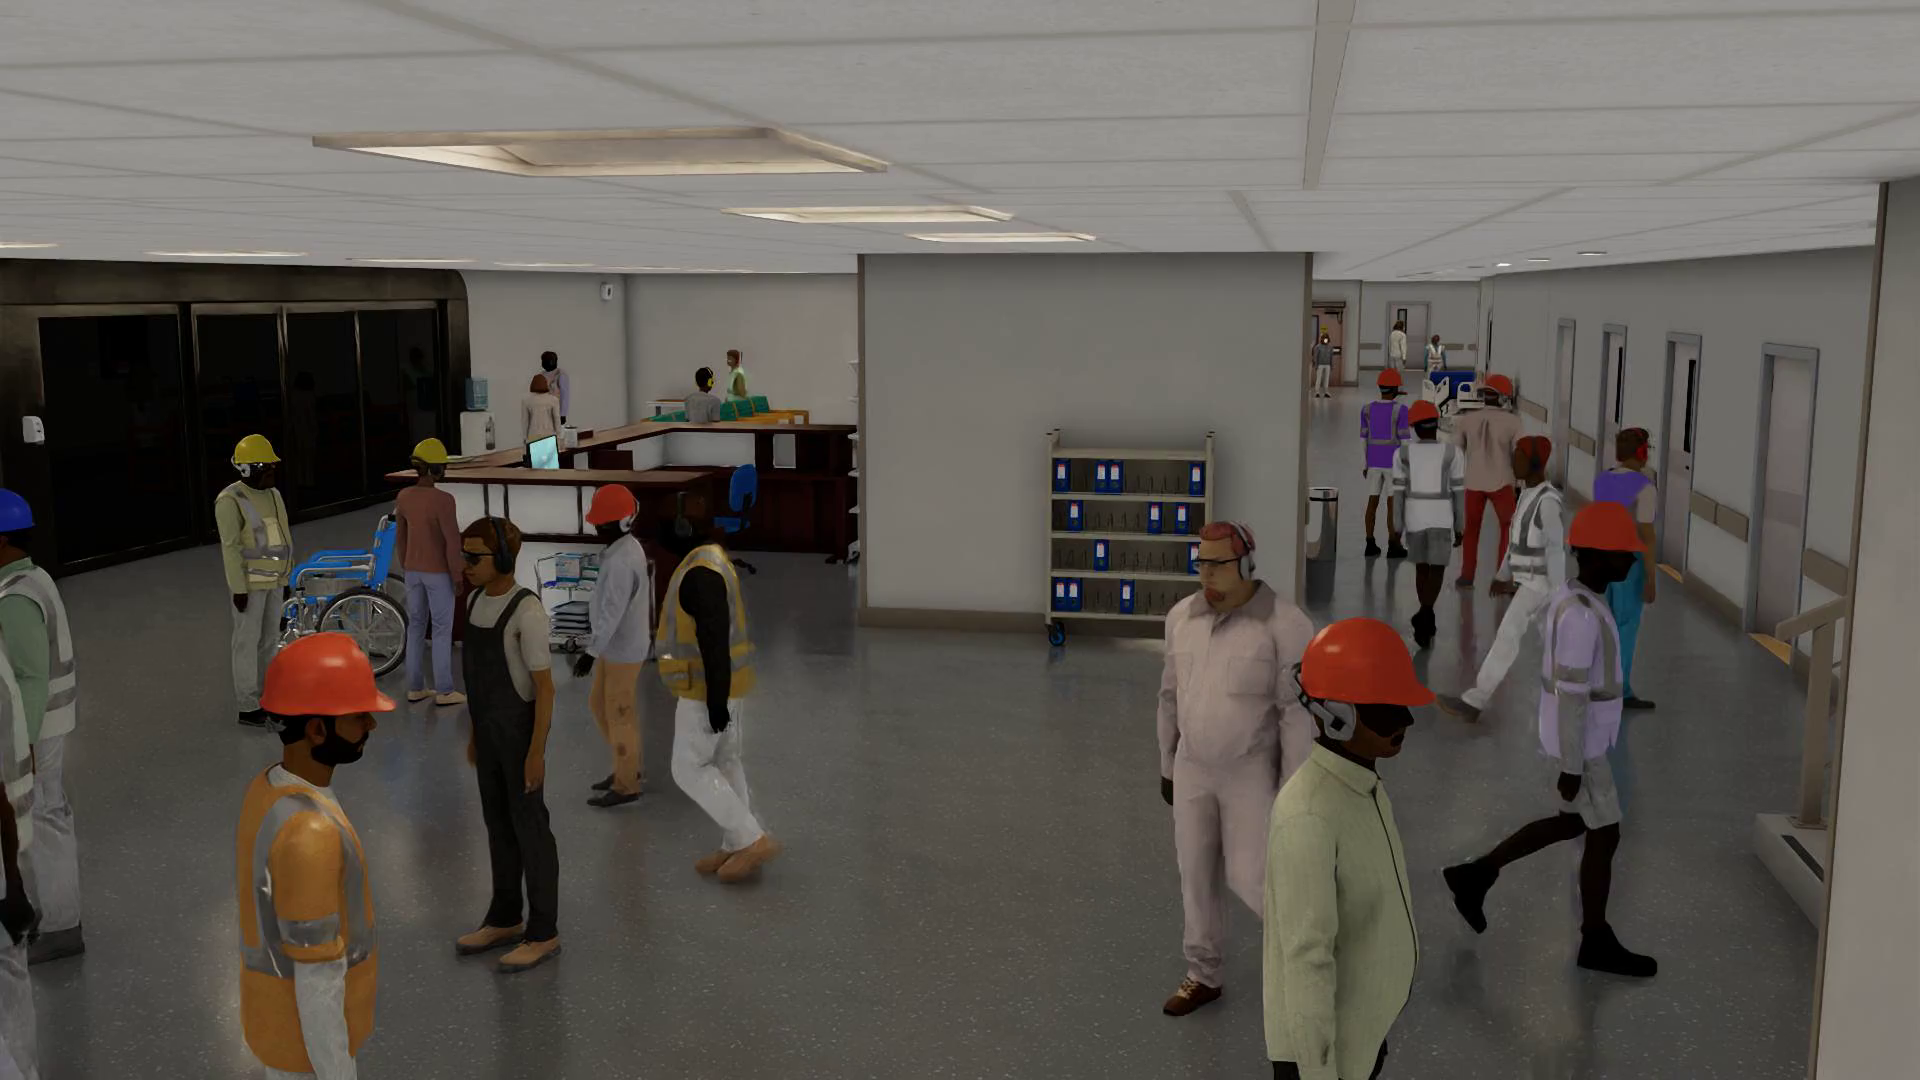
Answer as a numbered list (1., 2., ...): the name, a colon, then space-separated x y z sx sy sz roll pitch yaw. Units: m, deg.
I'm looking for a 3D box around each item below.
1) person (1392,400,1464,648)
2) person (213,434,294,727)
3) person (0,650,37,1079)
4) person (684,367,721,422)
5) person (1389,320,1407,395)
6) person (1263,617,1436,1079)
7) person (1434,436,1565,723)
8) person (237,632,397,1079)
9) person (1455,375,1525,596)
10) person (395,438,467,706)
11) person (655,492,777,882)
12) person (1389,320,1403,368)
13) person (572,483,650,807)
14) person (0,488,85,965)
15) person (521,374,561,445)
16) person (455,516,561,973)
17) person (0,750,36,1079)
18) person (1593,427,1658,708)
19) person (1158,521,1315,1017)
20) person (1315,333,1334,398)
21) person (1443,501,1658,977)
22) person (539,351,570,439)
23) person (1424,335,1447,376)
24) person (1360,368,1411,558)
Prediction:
1. person: 3.602 -0.134 12.876 0.555 1.893 0.886 3 9 22
2. person: -4.424 0.248 10.522 0.404 1.835 0.587 1 9 8
3. person: -3.207 0.965 5.384 0.388 1.947 0.614 -5 10 -30
4. person: -2.930 -1.044 19.035 0.506 1.861 0.329 4 10 27
5. person: 11.395 -4.733 43.225 0.367 1.939 0.634 -3 9 -22
6. person: 0.892 1.162 3.919 0.376 1.995 0.609 4 9 22
7. person: 3.541 0.261 10.433 0.999 1.829 0.577 2 9 12
8. person: -1.539 1.176 4.058 0.388 1.928 0.546 -5 10 -28
9. person: 4.805 -0.493 14.983 0.837 1.969 0.488 7 11 40
10. person: -3.479 0.211 10.993 0.533 1.767 0.325 5 10 29
11. person: -1.163 0.682 7.715 0.485 1.813 0.658 -1 9 -5
12. person: 14.329 -6.346 54.596 0.487 1.737 0.345 -3 9 -17
13. person: -1.852 0.559 8.776 0.435 1.735 0.596 -2 9 -14
14. person: -3.828 0.752 6.798 0.404 1.945 0.614 -4 10 -27
15. person: -5.494 -1.358 21.846 0.502 1.632 0.282 -2 9 -11
16. person: -1.833 0.814 6.723 0.506 1.845 0.344 8 12 43
17. person: -3.101 1.095 4.895 0.804 1.831 0.494 -1 9 -8
18. person: 4.339 0.187 10.934 0.391 1.836 0.600 -2 9 -11
19. person: 1.041 0.855 6.312 0.658 1.887 0.546 7 11 40
20. person: 9.223 -4.416 42.133 0.500 1.633 0.281 -2 9 -12
21. person: 2.411 0.782 6.699 0.769 1.921 0.546 3 9 17
22. person: -6.009 -1.856 24.459 0.634 1.842 0.429 7 11 38
23. person: 11.915 -4.326 41.637 0.531 1.594 0.847 -1 9 -7
24. person: 4.363 -0.785 17.021 0.542 1.939 0.364 8 11 41
